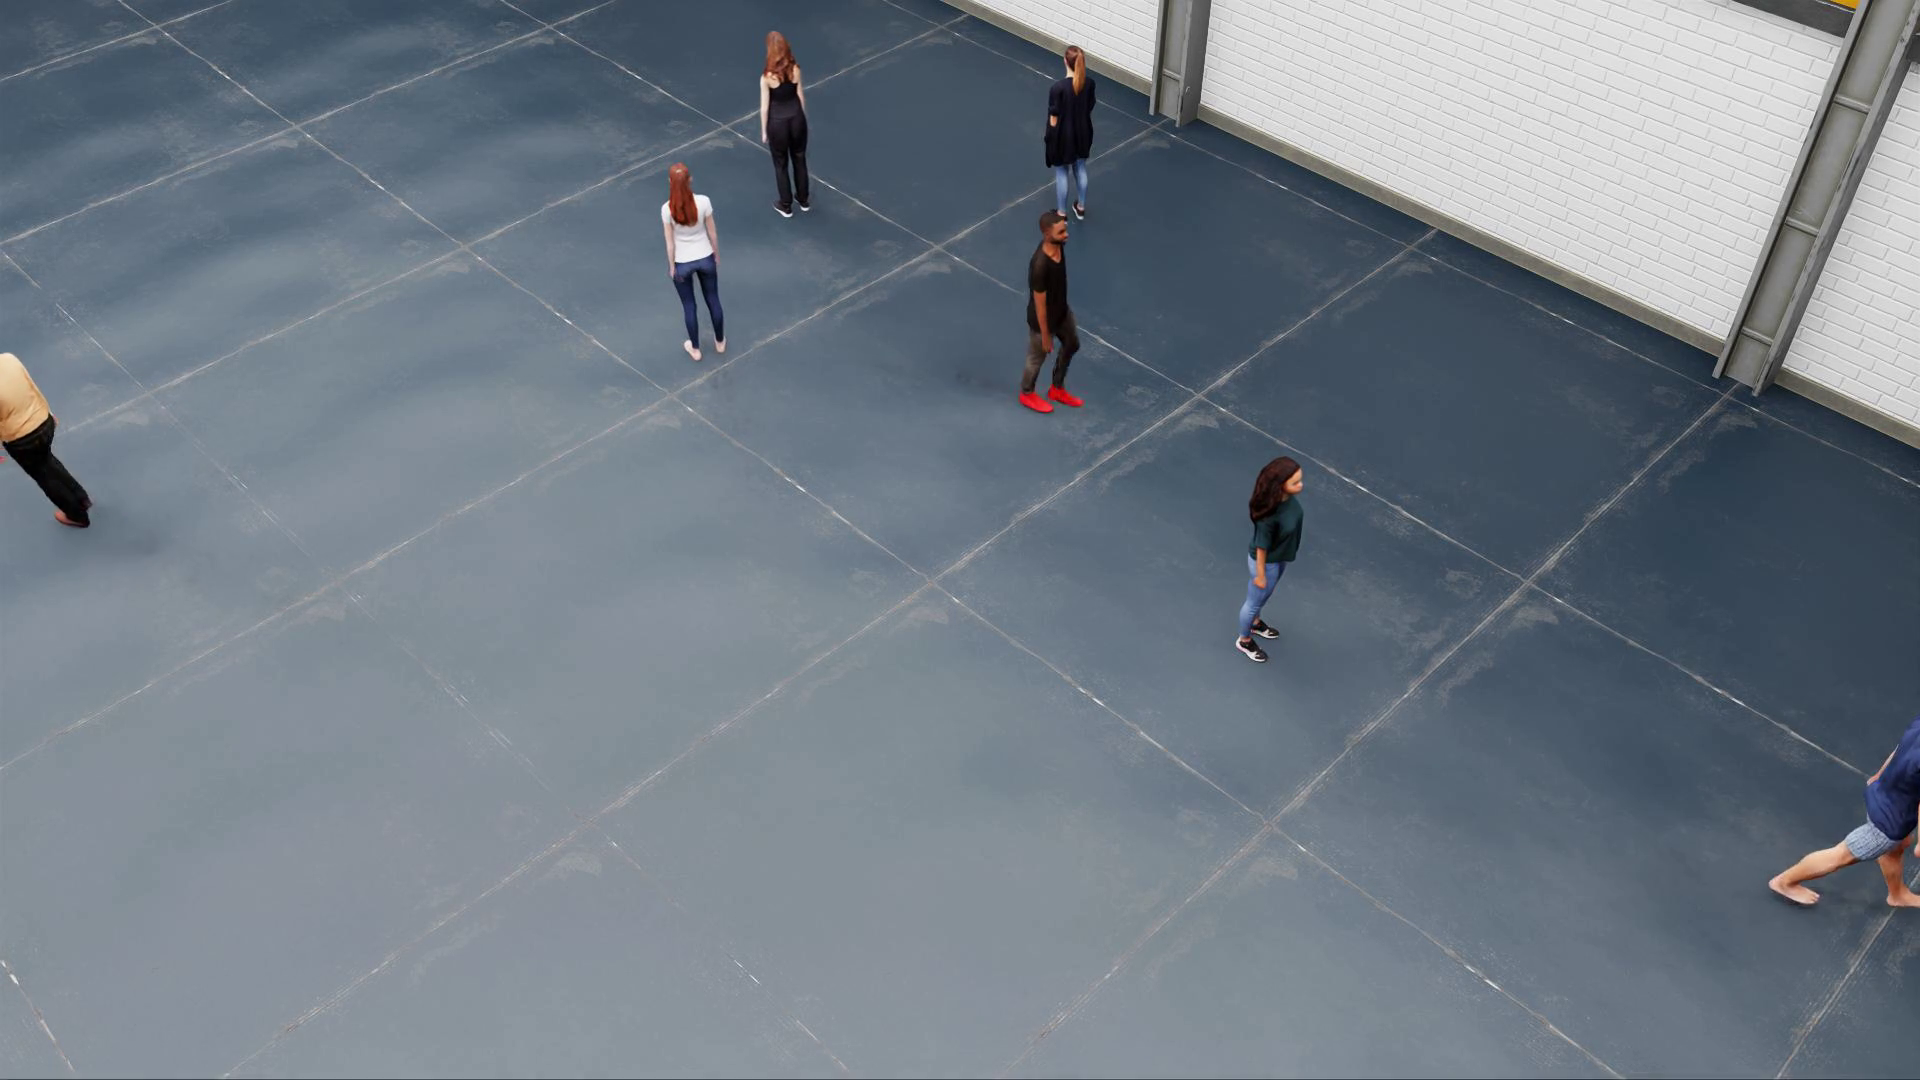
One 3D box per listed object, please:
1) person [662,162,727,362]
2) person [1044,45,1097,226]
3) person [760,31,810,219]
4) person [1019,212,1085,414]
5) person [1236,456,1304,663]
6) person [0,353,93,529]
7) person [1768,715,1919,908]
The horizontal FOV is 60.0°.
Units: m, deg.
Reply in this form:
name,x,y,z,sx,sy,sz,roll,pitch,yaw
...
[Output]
name,x,y,z,sx,sy,sz,roll,pitch,yaw
person,-2.115,-2.199,13.194,0.642,1.738,0.650,-14,45,-14
person,0.977,-3.569,14.672,0.703,1.683,0.679,-18,46,-18
person,-1.532,-3.674,14.738,0.637,1.743,0.637,-20,47,-20
person,0.583,-1.736,12.670,0.846,1.791,0.793,18,46,18
person,2.018,0.098,10.870,0.676,1.617,0.665,21,47,20
person,-6.475,-0.724,11.647,0.786,1.736,0.779,12,45,12
person,5.110,1.499,9.273,1.265,1.792,1.018,12,45,12
